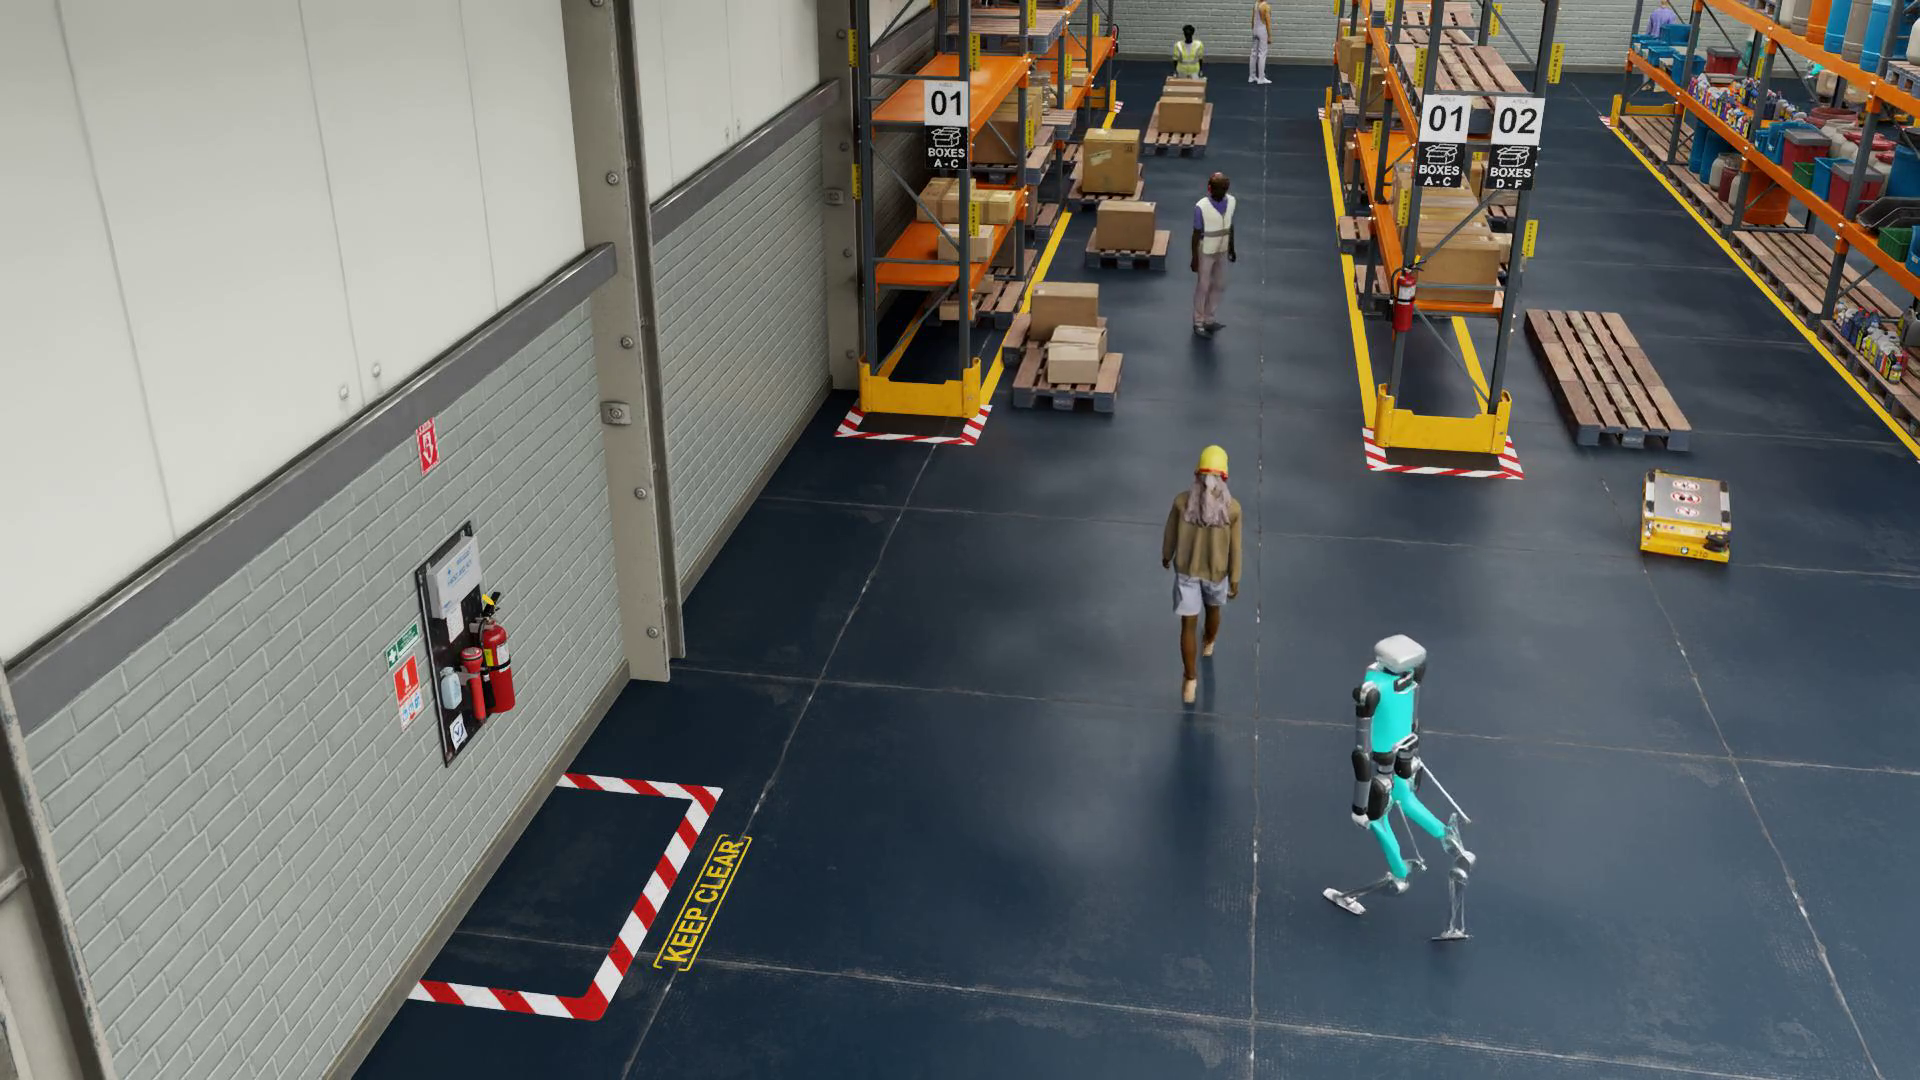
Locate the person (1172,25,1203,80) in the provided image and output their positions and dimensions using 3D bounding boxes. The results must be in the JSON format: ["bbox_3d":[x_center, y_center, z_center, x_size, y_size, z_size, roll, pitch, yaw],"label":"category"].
[{"bbox_3d":[4.010,-8.256,29.390,0.540,1.640,0.879,5,25,10],"label":"person"}]

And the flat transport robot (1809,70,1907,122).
[{"bbox_3d":[15.961,-7.567,29.554,1.431,0.231,0.659,-2,25,-5],"label":"flat transport robot"}]

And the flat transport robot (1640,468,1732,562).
[{"bbox_3d":[6.028,-0.219,13.827,0.659,0.231,1.431,9,27,19],"label":"flat transport robot"}]

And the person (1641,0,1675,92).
[{"bbox_3d":[13.449,-9.553,31.997,0.395,1.800,0.589,-20,32,-37],"label":"person"}]

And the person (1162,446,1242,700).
[{"bbox_3d":[1.643,0.153,11.327,0.525,1.712,0.919,3,25,6],"label":"person"}]

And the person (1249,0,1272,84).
[{"bbox_3d":[5.974,-9.977,32.829,0.376,1.863,0.514,-15,29,-30],"label":"person"}]

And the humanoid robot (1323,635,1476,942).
[{"bbox_3d":[2.427,1.399,8.686,0.537,1.777,1.023,-22,33,-39],"label":"humanoid robot"}]

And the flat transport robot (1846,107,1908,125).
[{"bbox_3d":[16.081,-7.577,29.574,1.431,0.231,0.659,-11,27,-23],"label":"flat transport robot"}]

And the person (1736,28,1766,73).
[{"bbox_3d":[15.448,-9.695,32.379,0.767,1.724,0.521,-7,26,-14],"label":"person"}]

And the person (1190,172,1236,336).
[{"bbox_3d":[2.778,-3.144,18.250,0.633,1.821,0.421,-17,30,-32],"label":"person"}]

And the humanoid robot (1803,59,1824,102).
[{"bbox_3d":[15.994,-9.021,30.883,0.707,1.752,0.535,-3,25,-6],"label":"humanoid robot"}]
